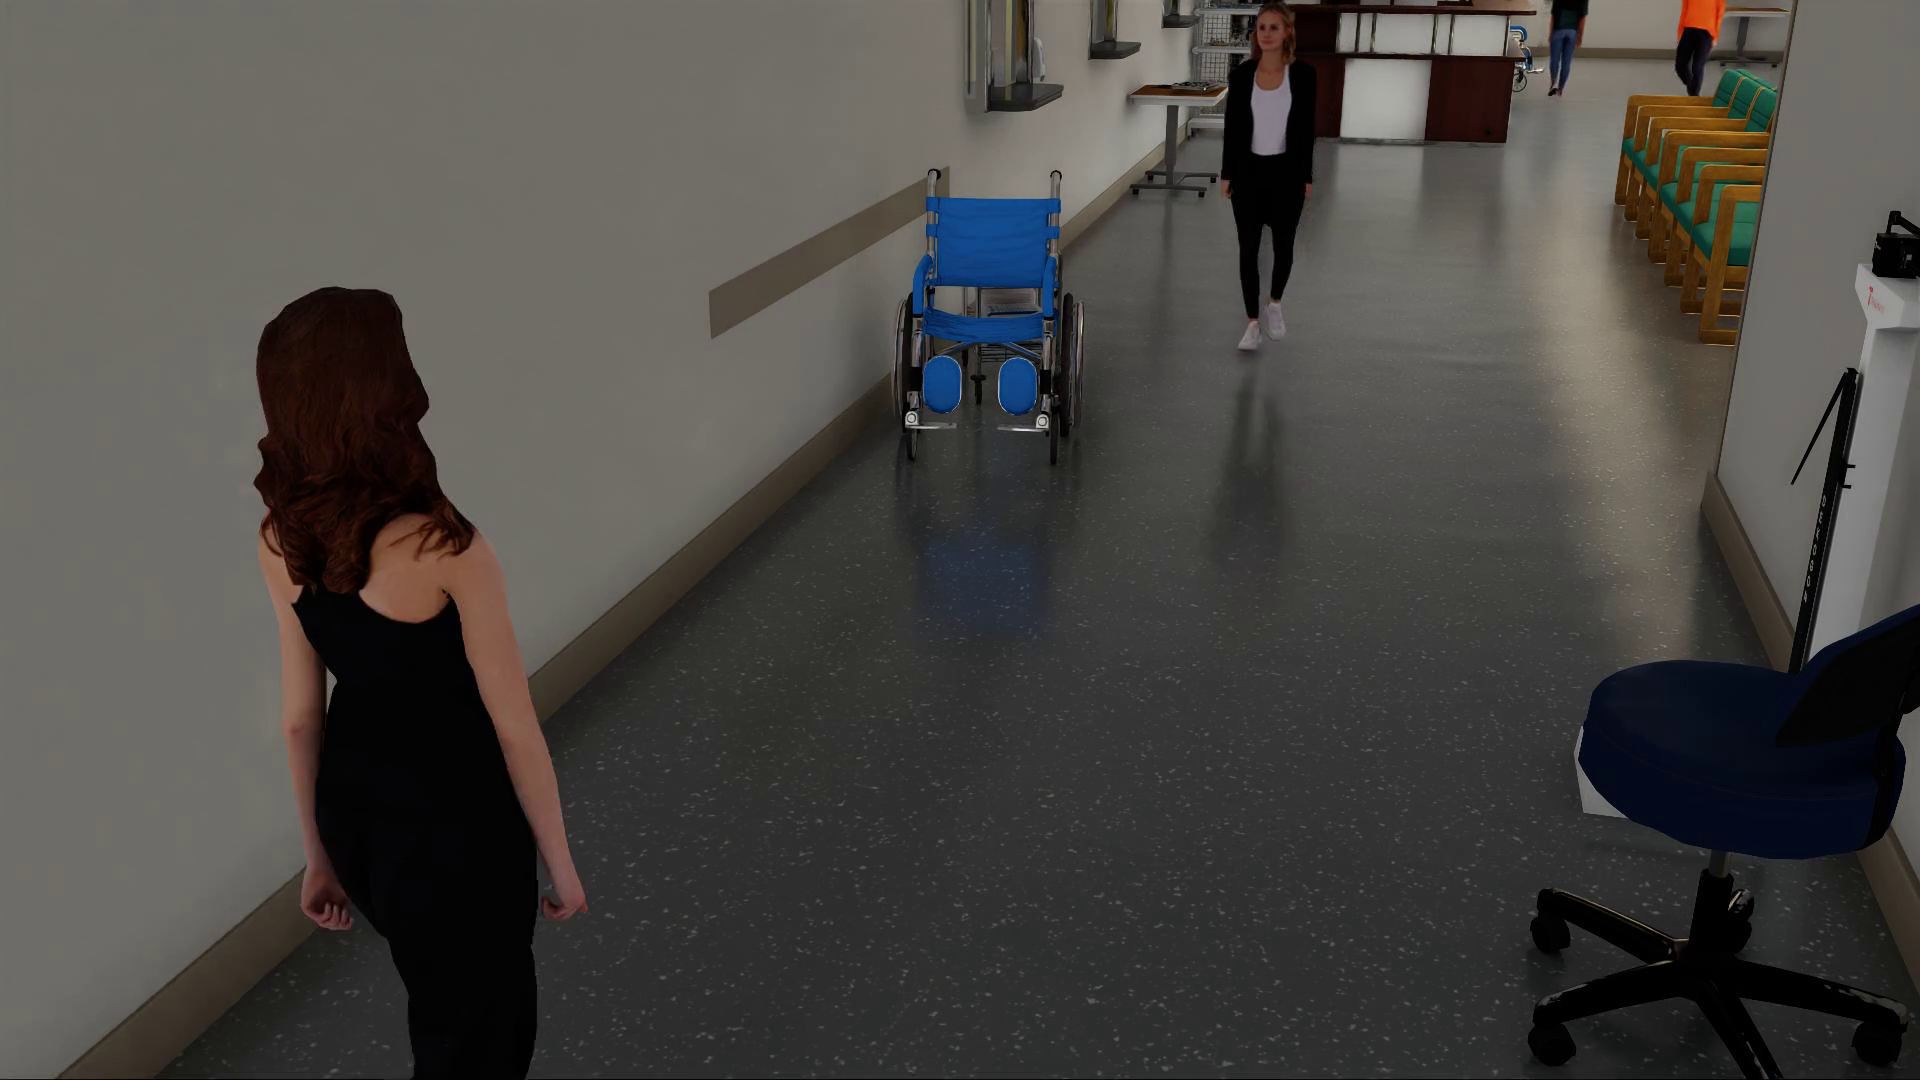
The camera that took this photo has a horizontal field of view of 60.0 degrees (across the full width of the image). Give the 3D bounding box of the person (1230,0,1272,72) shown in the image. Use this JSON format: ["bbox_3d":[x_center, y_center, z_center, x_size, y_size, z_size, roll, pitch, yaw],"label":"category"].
[{"bbox_3d":[4.065,-7.170,22.652,1.152,1.823,1.281,-14,25,-33],"label":"person"}]

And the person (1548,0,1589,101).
[{"bbox_3d":[7.499,-6.281,20.602,0.565,1.611,0.678,7,22,18],"label":"person"}]

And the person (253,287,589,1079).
[{"bbox_3d":[-0.862,0.510,2.517,1.046,1.721,0.703,7,22,18],"label":"person"}]

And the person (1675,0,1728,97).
[{"bbox_3d":[8.408,-5.705,18.914,0.906,1.731,0.867,15,25,34],"label":"person"}]

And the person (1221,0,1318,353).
[{"bbox_3d":[1.630,-1.881,8.737,0.607,1.788,0.698,7,22,17],"label":"person"}]
